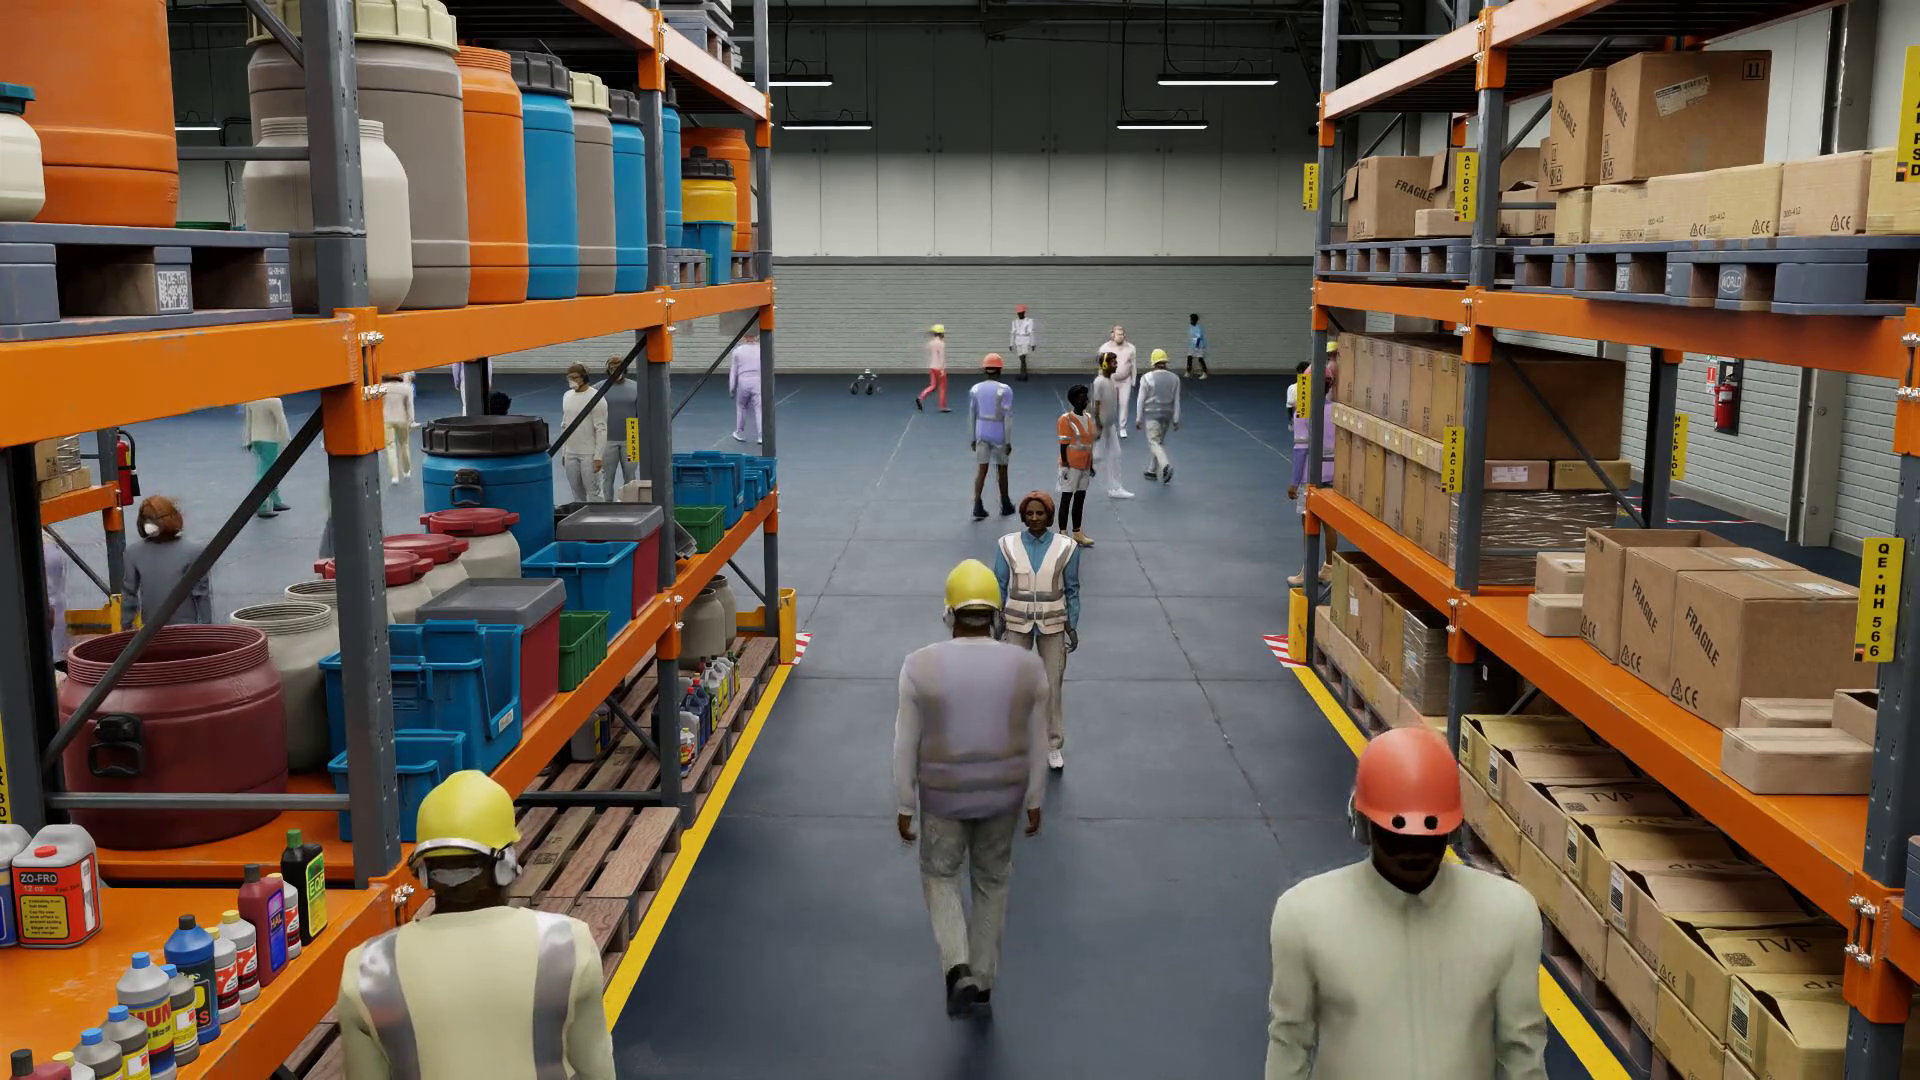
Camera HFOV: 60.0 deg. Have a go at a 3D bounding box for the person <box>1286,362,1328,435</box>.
[{"bbox_3d":[4.636,-1.557,22.181,0.565,1.636,0.931,6,11,32],"label":"person"}]

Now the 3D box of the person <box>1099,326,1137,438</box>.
[{"bbox_3d":[2.681,-2.701,28.292,0.651,1.892,0.557,0,9,-2],"label":"person"}]

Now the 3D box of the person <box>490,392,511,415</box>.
[{"bbox_3d":[-3.759,-0.248,13.518,0.606,1.912,1.008,-1,10,-6],"label":"person"}]

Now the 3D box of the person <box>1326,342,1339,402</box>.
[{"bbox_3d":[5.623,-2.169,25.555,0.803,1.735,0.525,8,12,39],"label":"person"}]

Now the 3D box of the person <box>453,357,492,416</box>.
[{"bbox_3d":[-8.164,-2.658,27.871,0.633,1.938,0.356,-2,10,-10],"label":"person"}]

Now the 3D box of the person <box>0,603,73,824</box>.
[{"bbox_3d":[-3.829,1.026,6.840,0.518,1.595,0.860,2,10,11],"label":"person"}]

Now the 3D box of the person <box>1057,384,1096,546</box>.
[{"bbox_3d":[1.213,-0.769,17.274,0.321,1.697,0.529,8,13,41],"label":"person"}]

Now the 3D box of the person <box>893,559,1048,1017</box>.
[{"bbox_3d":[0.051,0.984,6.423,0.613,1.815,0.507,-1,10,-8],"label":"person"}]

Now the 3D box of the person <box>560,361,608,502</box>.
[{"bbox_3d":[-3.914,-0.886,17.265,0.631,1.939,0.372,7,12,35],"label":"person"}]

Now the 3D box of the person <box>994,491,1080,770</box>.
[{"bbox_3d":[0.443,0.522,9.717,0.513,1.641,0.309,1,10,5],"label":"person"}]

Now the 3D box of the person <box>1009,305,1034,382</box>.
[{"bbox_3d":[1.481,-4.868,41.222,0.574,1.889,0.955,5,11,30],"label":"person"}]

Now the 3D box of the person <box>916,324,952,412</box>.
[{"bbox_3d":[-0.499,-3.392,32.849,0.678,1.748,0.528,-6,11,-31],"label":"person"}]

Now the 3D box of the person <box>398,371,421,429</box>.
[{"bbox_3d":[-9.947,-3.017,29.808,0.397,2.024,0.657,-7,12,-34],"label":"person"}]

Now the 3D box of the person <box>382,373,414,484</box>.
[{"bbox_3d":[-7.604,-1.571,22.413,0.503,1.585,0.842,-3,10,-16],"label":"person"}]

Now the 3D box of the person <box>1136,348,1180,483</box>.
[{"bbox_3d":[2.689,-1.676,22.399,0.596,1.806,0.837,-4,10,-22],"label":"person"}]

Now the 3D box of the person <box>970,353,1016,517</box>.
[{"bbox_3d":[0.370,-1.213,19.346,0.564,1.906,0.820,5,11,26],"label":"person"}]

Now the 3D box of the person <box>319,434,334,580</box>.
[{"bbox_3d":[-5.234,-0.209,14.212,0.803,1.599,0.508,-5,11,-30],"label":"person"}]

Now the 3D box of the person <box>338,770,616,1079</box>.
[{"bbox_3d":[-1.076,1.421,3.788,0.586,1.823,0.403,-3,10,-15],"label":"person"}]

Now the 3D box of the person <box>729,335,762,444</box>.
[{"bbox_3d":[-3.423,-2.498,27.221,0.736,1.842,1.004,-2,10,-14],"label":"person"}]

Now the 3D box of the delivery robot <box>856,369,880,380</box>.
[{"bbox_3d":[-2.082,-3.737,37.539,0.335,0.223,0.699,6,11,32],"label":"delivery robot"}]

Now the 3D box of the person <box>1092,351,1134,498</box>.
[{"bbox_3d":[1.787,-1.468,21.043,0.838,1.846,0.515,5,11,29],"label":"person"}]

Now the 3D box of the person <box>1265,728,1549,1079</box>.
[{"bbox_3d":[1.003,1.346,3.842,0.606,1.964,0.942,0,9,1],"label":"person"}]

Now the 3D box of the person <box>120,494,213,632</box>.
[{"bbox_3d":[-4.728,0.503,9.967,0.514,1.593,0.841,1,10,6],"label":"person"}]

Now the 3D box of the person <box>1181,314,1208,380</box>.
[{"bbox_3d":[5.921,-4.865,41.889,0.818,1.649,0.551,-4,10,-23],"label":"person"}]

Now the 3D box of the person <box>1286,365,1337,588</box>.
[{"bbox_3d":[3.232,-0.582,15.130,0.608,2.043,0.374,-6,11,-32],"label":"person"}]

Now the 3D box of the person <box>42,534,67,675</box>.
[{"bbox_3d":[-4.987,0.599,8.710,0.640,1.821,0.482,0,9,0],"label":"person"}]

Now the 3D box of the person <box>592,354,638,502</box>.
[{"bbox_3d":[-3.796,-1.096,18.517,0.635,1.937,0.353,-3,10,-18],"label":"person"}]

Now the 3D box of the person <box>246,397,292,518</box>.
[{"bbox_3d":[-7.999,-1.152,19.412,0.560,1.738,0.710,5,11,29],"label":"person"}]
